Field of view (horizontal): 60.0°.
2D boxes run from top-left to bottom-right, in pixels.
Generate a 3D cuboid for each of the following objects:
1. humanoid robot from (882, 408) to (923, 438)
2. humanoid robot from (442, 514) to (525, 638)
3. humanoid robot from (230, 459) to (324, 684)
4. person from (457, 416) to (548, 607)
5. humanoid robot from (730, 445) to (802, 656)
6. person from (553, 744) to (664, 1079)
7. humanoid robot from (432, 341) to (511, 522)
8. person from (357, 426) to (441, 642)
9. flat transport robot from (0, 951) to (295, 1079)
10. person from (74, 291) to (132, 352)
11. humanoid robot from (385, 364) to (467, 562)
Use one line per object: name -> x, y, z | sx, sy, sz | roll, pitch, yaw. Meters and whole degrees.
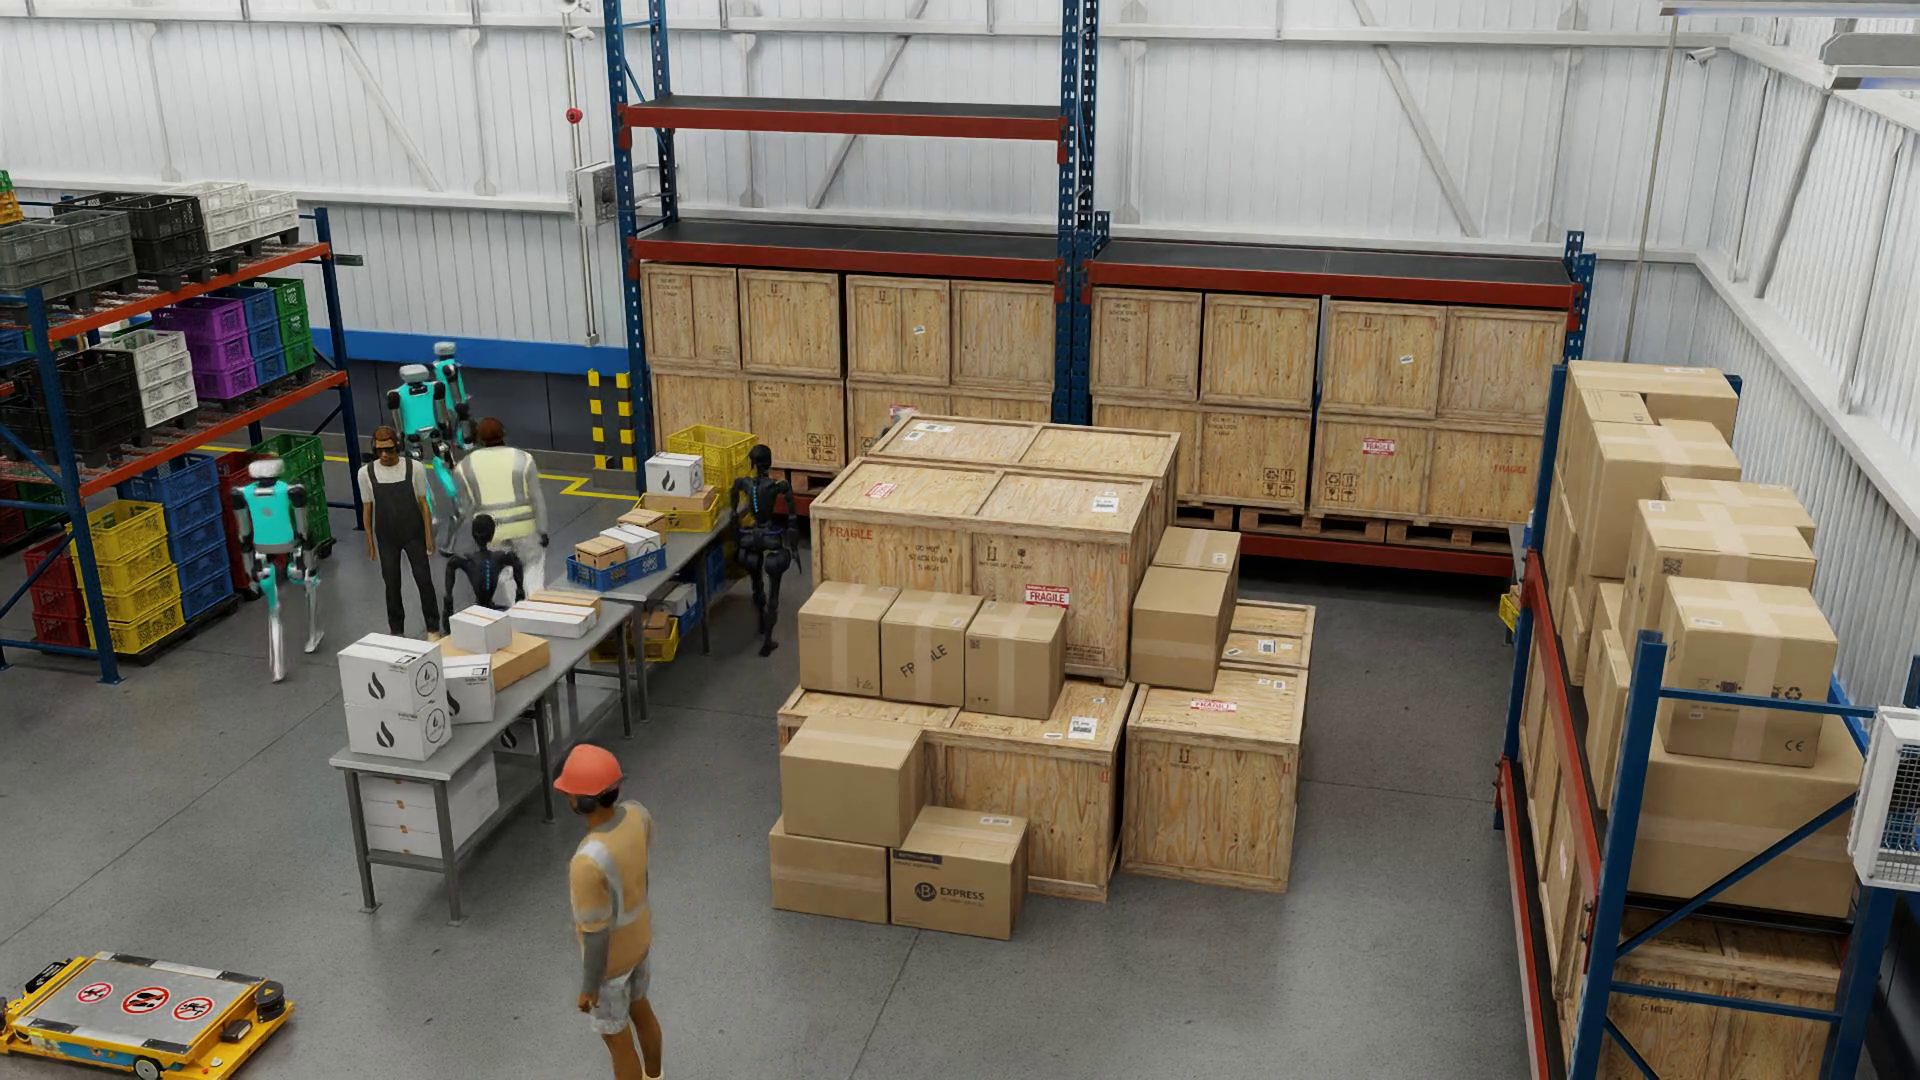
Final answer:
humanoid robot -> -0.605, -0.076, 13.313 | 0.558, 1.865, 0.841 | 16, 26, 36
humanoid robot -> -3.256, 0.659, 11.403 | 0.626, 1.643, 0.576 | -9, 23, -23
humanoid robot -> -5.126, 0.140, 12.678 | 0.550, 1.766, 0.968 | -4, 21, -10
person -> -3.576, -0.066, 13.073 | 0.649, 1.803, 0.570 | -4, 21, -10
humanoid robot -> -1.501, 0.039, 12.985 | 0.586, 1.633, 0.642 | 5, 21, 12
person -> -1.623, 1.870, 7.673 | 0.389, 2.040, 0.613 | 5, 21, 12
humanoid robot -> -4.440, -1.013, 15.724 | 0.892, 1.806, 0.569 | -7, 22, -18
person -> -4.346, -0.016, 12.903 | 0.505, 1.836, 0.331 | -6, 22, -15
flat transport robot -> -4.270, 2.464, 8.601 | 1.431, 0.231, 0.659 | 5, 22, 13
person -> -9.257, -2.000, 18.087 | 0.563, 1.836, 0.390 | -3, 21, -9
humanoid robot -> -4.614, -0.628, 14.627 | 0.535, 1.795, 0.668 | -17, 27, -38
